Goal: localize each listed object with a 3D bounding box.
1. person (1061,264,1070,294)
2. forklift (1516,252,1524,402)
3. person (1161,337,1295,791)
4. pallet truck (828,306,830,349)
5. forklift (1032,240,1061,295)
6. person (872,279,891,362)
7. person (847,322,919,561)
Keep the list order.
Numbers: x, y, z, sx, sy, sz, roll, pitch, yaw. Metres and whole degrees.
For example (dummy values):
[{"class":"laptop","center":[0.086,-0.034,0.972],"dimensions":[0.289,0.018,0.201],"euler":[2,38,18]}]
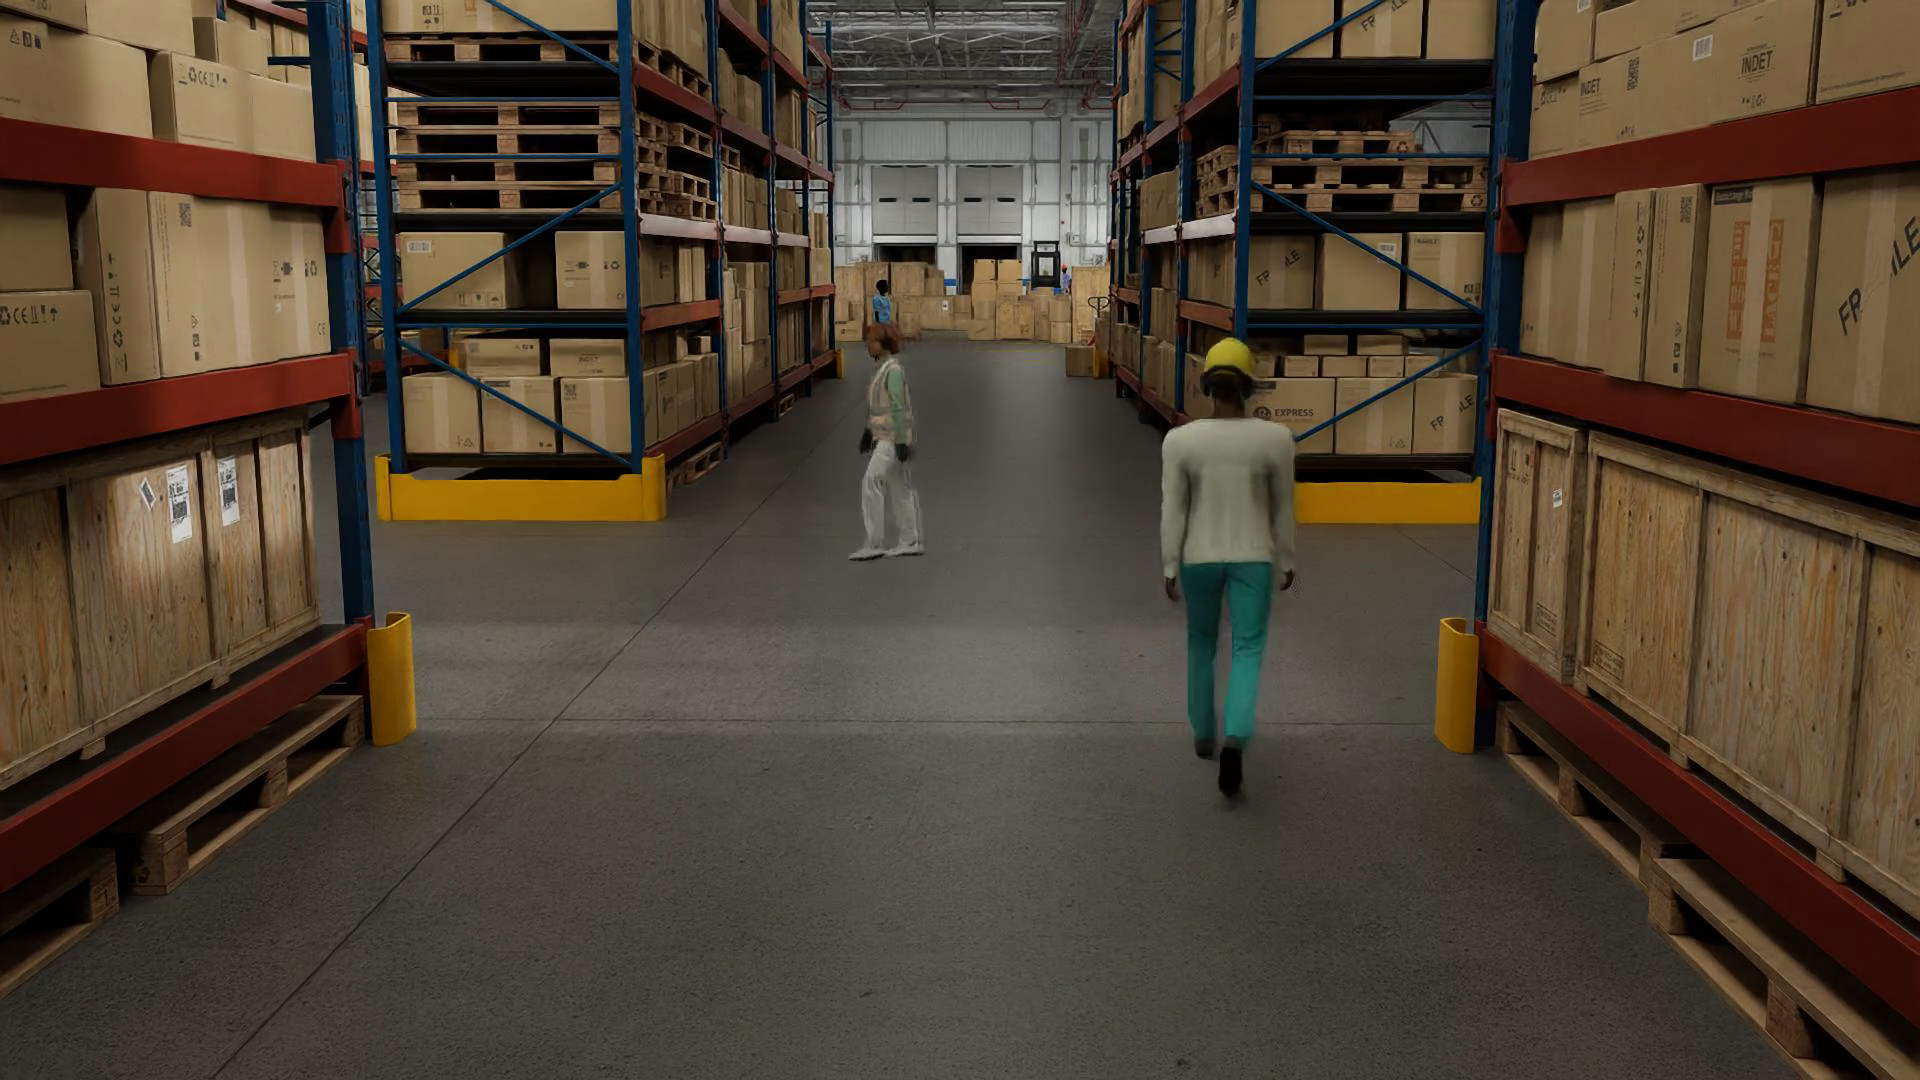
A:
[{"class":"person","center":[4.317,-10.431,68.859],"dimensions":[0.354,1.939,0.544],"euler":[-5,11,-27]},{"class":"forklift","center":[7.840,-3.351,23.632],"dimensions":[1.873,2.768,1.129],"euler":[6,11,31]},{"class":"person","center":[1.038,0.078,6.507],"dimensions":[0.522,1.730,0.814],"euler":[2,10,13]},{"class":"pallet truck","center":[-3.100,-3.940,29.800],"dimensions":[1.885,1.965,0.823],"euler":[3,10,19]},{"class":"forklift","center":[3.172,-9.648,61.356],"dimensions":[1.129,2.768,1.873],"euler":[0,9,1]},{"class":"person","center":[-1.492,-4.153,31.972],"dimensions":[0.318,1.699,0.536],"euler":[4,10,24]},{"class":"person","center":[-0.563,-0.666,11.319],"dimensions":[0.645,1.617,0.529],"euler":[-2,10,-9]}]
